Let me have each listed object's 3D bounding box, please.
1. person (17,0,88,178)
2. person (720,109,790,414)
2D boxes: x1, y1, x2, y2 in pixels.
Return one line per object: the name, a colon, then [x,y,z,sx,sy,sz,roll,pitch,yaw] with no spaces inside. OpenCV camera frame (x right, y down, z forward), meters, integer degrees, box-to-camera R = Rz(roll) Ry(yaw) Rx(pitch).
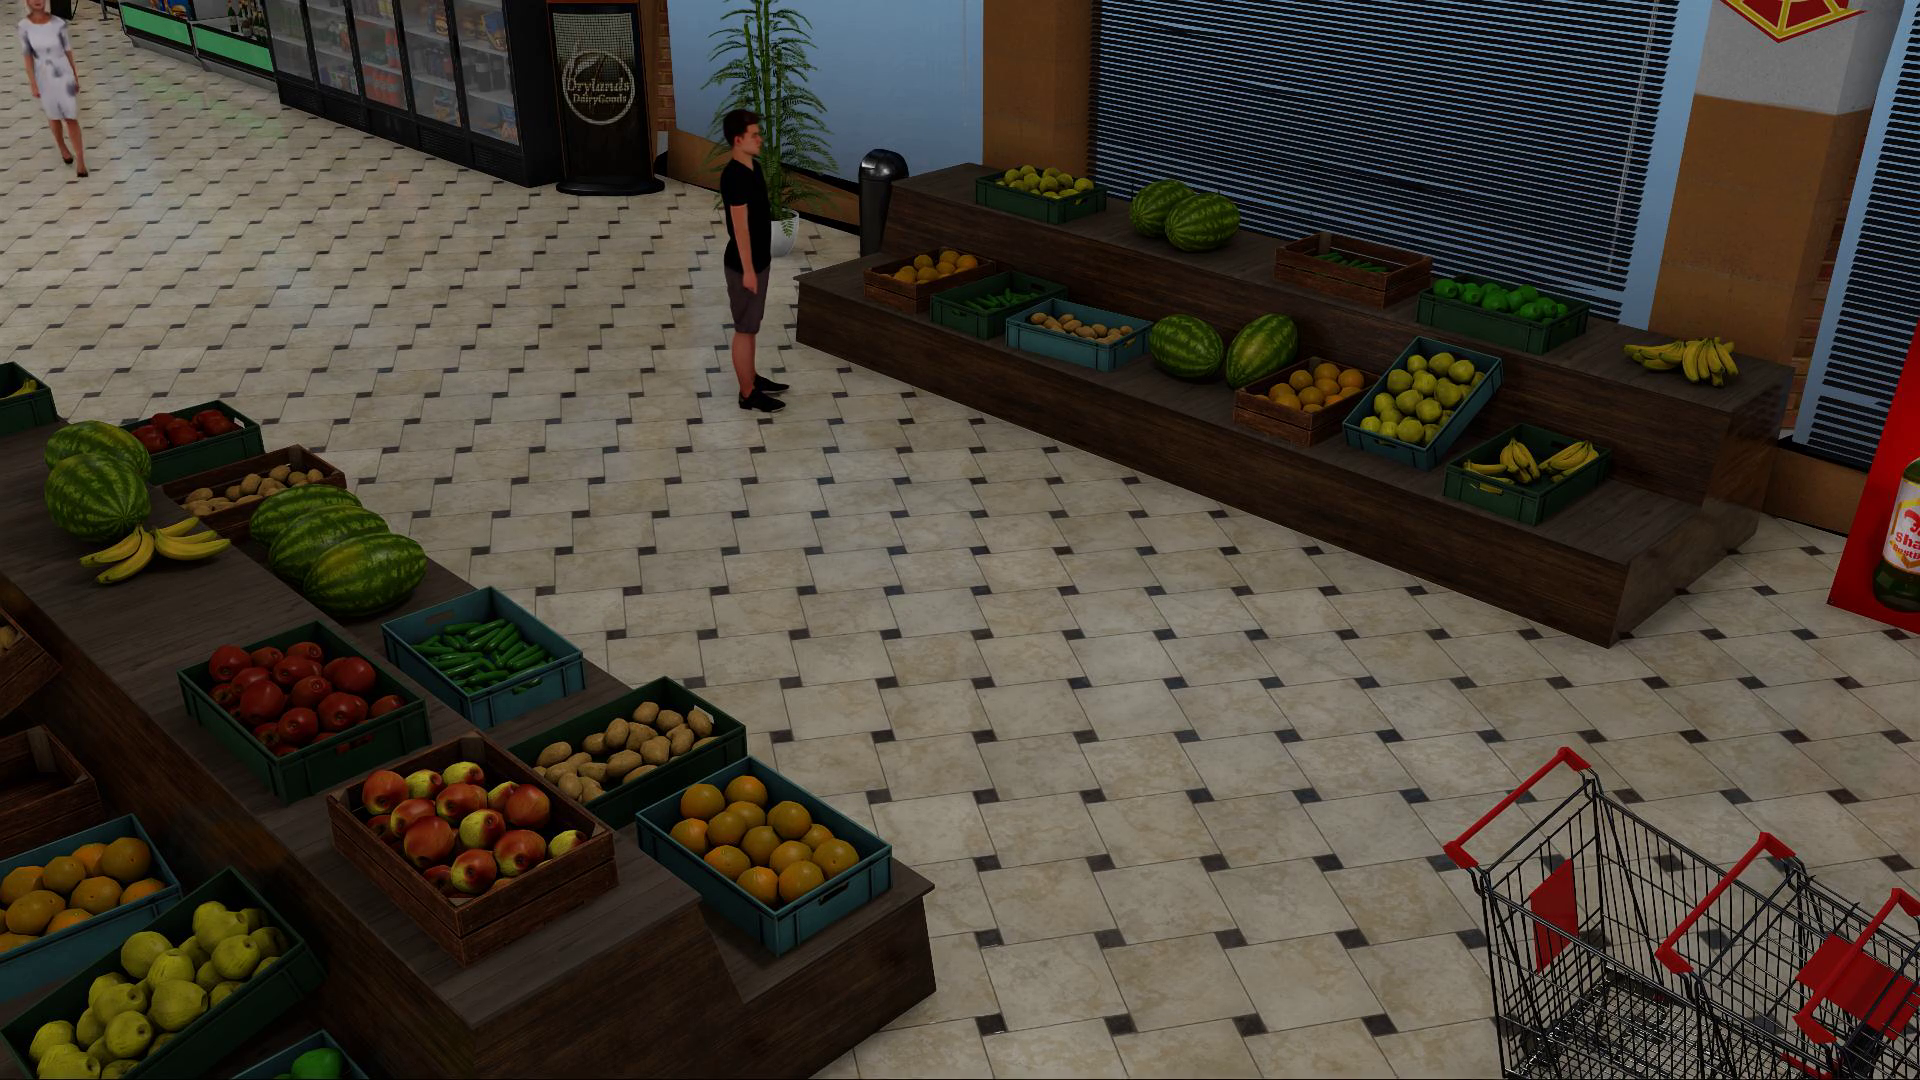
person: [-8.445,-4.269,15.470,0.758,1.710,1.131,-16,31,-28]
person: [-1.321,-1.737,10.311,0.820,1.861,0.768,1,27,2]
